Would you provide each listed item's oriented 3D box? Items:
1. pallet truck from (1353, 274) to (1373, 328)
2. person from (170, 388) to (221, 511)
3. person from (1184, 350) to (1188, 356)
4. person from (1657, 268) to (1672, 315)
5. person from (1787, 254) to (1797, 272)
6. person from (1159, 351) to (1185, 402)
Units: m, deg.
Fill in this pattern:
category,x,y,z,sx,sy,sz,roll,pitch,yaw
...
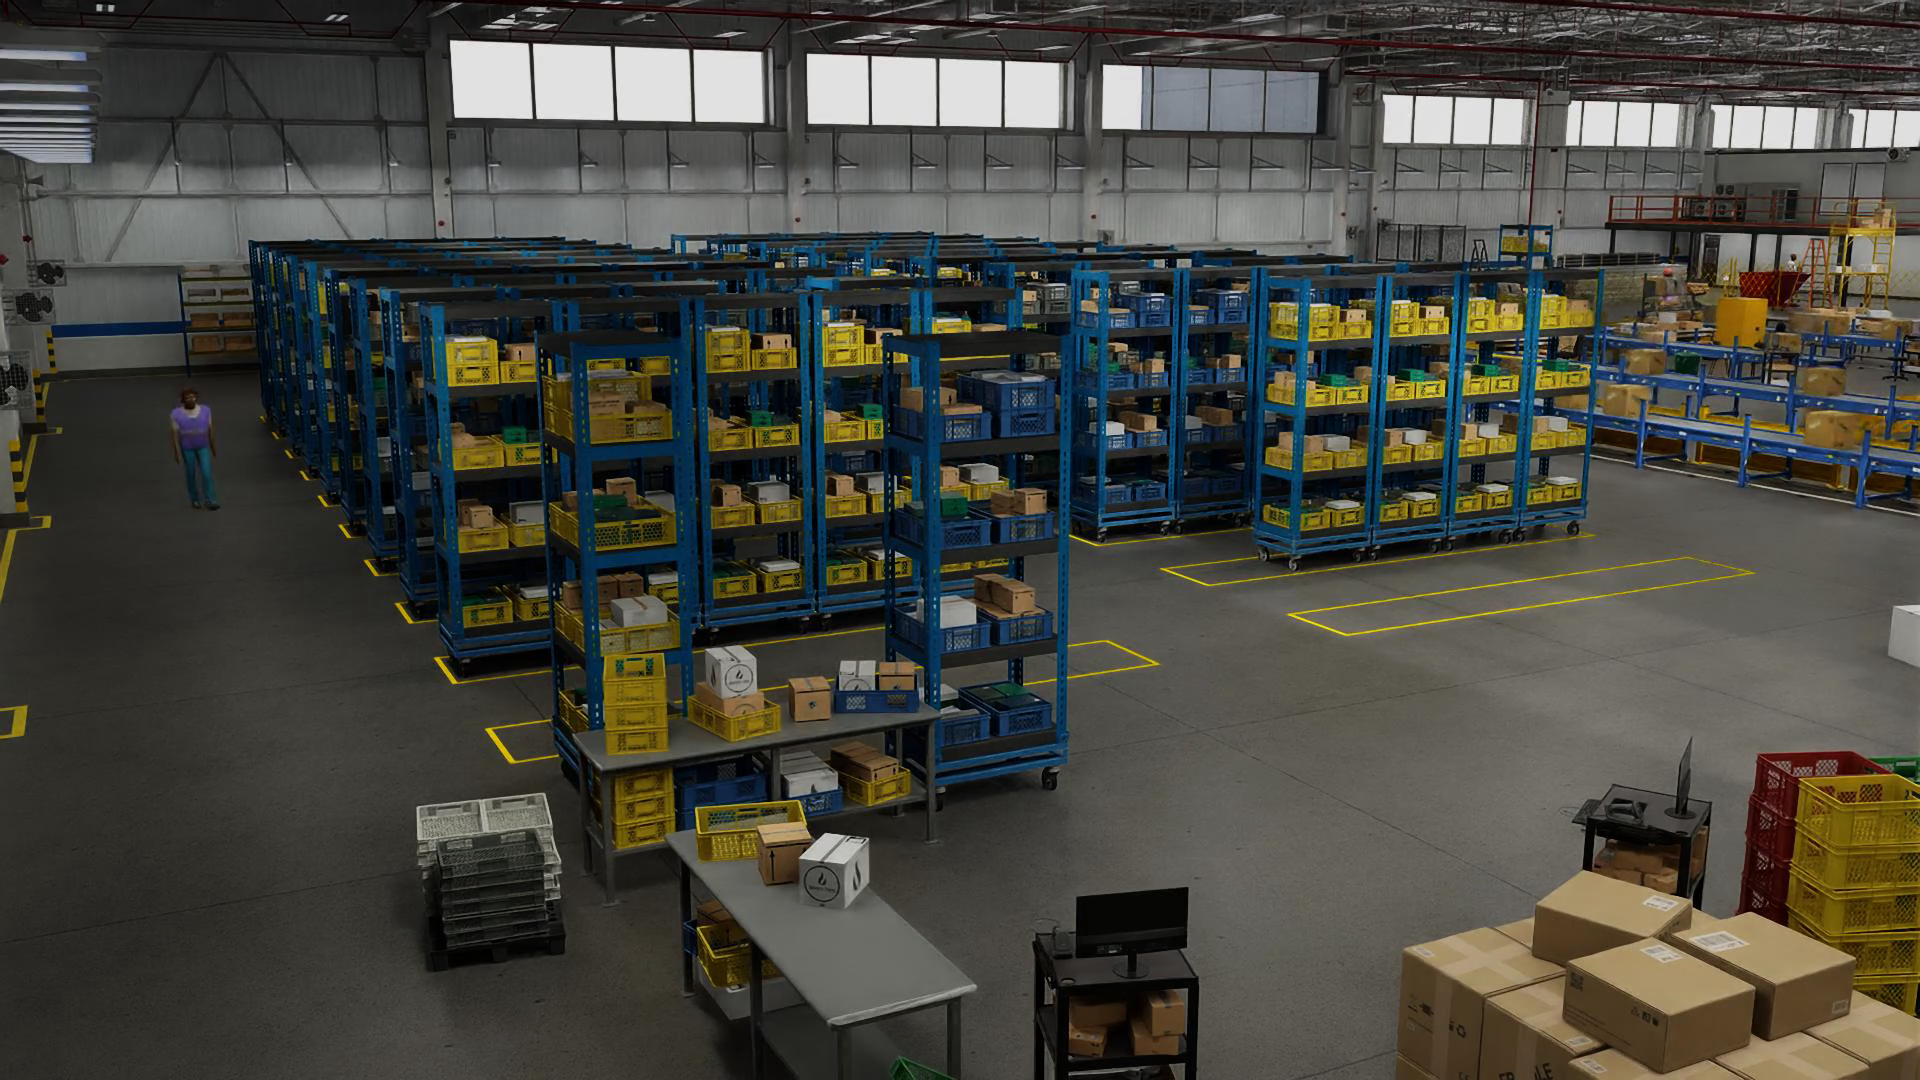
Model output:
category,x,y,z,sx,sy,sz,roll,pitch,yaw
pallet truck,13.011,-8.050,55.243,0.823,1.965,1.885,-7,14,-28
person,-11.067,-1.302,24.109,0.599,1.803,0.924,-9,15,-36
person,6.275,-5.997,45.988,0.672,1.853,1.005,5,13,21
person,22.791,-7.742,53.713,0.606,2.031,0.428,-11,16,-43
person,34.430,-10.908,68.876,0.350,1.884,0.583,9,15,37
person,4.202,-3.149,32.809,0.604,1.795,0.910,-4,13,-16
